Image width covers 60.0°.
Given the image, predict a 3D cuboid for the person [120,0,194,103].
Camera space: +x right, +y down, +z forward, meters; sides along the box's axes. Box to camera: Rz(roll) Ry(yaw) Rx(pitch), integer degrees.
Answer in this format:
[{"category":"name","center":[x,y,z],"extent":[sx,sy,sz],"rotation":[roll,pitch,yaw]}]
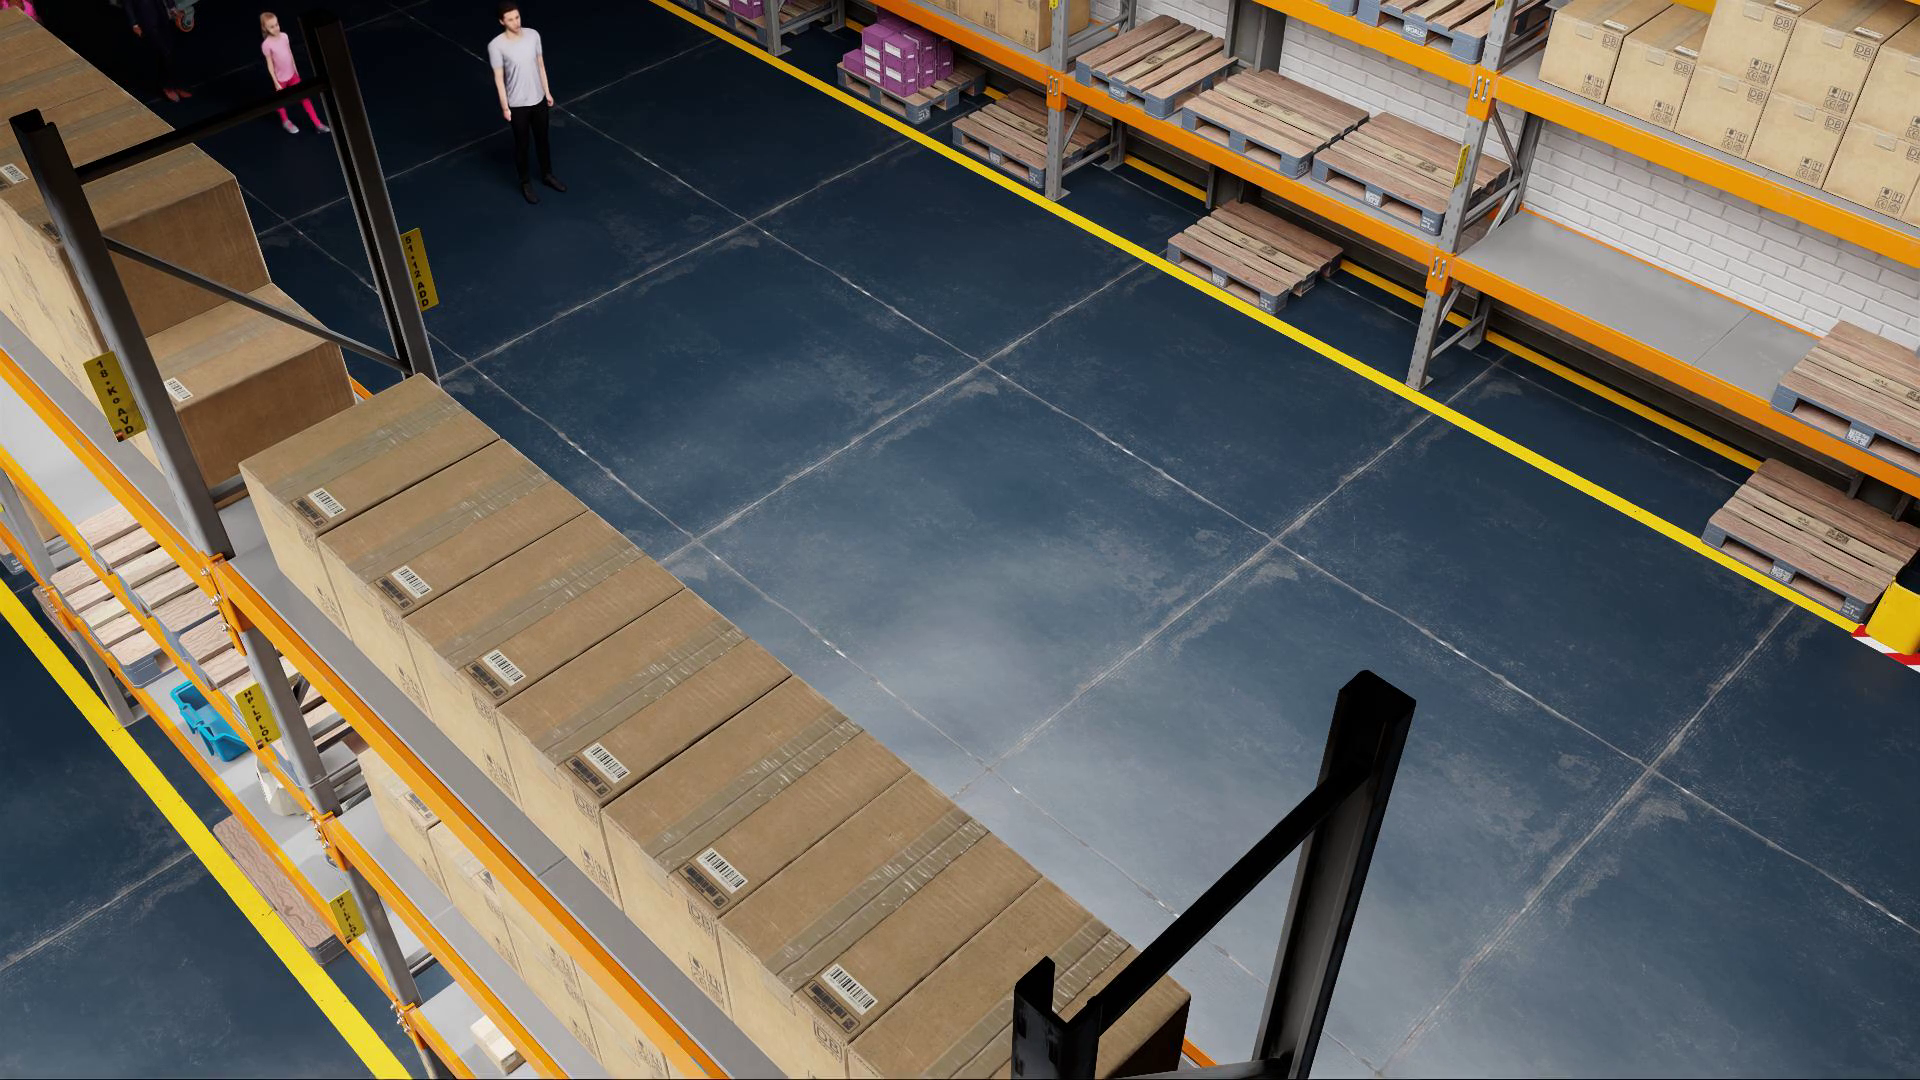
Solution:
[{"category":"person","center":[-8.012,-5.157,16.374],"extent":[0.721,1.715,0.726],"rotation":[17,46,17]}]

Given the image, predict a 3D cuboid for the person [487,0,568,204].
[{"category":"person","center":[-3.931,-3.983,15.034],"extent":[0.677,1.863,0.571],"rotation":[-30,51,-28]}]

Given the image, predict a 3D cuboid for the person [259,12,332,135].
[{"category":"person","center":[-6.552,-4.486,16.009],"extent":[0.904,1.246,0.630],"rotation":[23,48,22]}]
